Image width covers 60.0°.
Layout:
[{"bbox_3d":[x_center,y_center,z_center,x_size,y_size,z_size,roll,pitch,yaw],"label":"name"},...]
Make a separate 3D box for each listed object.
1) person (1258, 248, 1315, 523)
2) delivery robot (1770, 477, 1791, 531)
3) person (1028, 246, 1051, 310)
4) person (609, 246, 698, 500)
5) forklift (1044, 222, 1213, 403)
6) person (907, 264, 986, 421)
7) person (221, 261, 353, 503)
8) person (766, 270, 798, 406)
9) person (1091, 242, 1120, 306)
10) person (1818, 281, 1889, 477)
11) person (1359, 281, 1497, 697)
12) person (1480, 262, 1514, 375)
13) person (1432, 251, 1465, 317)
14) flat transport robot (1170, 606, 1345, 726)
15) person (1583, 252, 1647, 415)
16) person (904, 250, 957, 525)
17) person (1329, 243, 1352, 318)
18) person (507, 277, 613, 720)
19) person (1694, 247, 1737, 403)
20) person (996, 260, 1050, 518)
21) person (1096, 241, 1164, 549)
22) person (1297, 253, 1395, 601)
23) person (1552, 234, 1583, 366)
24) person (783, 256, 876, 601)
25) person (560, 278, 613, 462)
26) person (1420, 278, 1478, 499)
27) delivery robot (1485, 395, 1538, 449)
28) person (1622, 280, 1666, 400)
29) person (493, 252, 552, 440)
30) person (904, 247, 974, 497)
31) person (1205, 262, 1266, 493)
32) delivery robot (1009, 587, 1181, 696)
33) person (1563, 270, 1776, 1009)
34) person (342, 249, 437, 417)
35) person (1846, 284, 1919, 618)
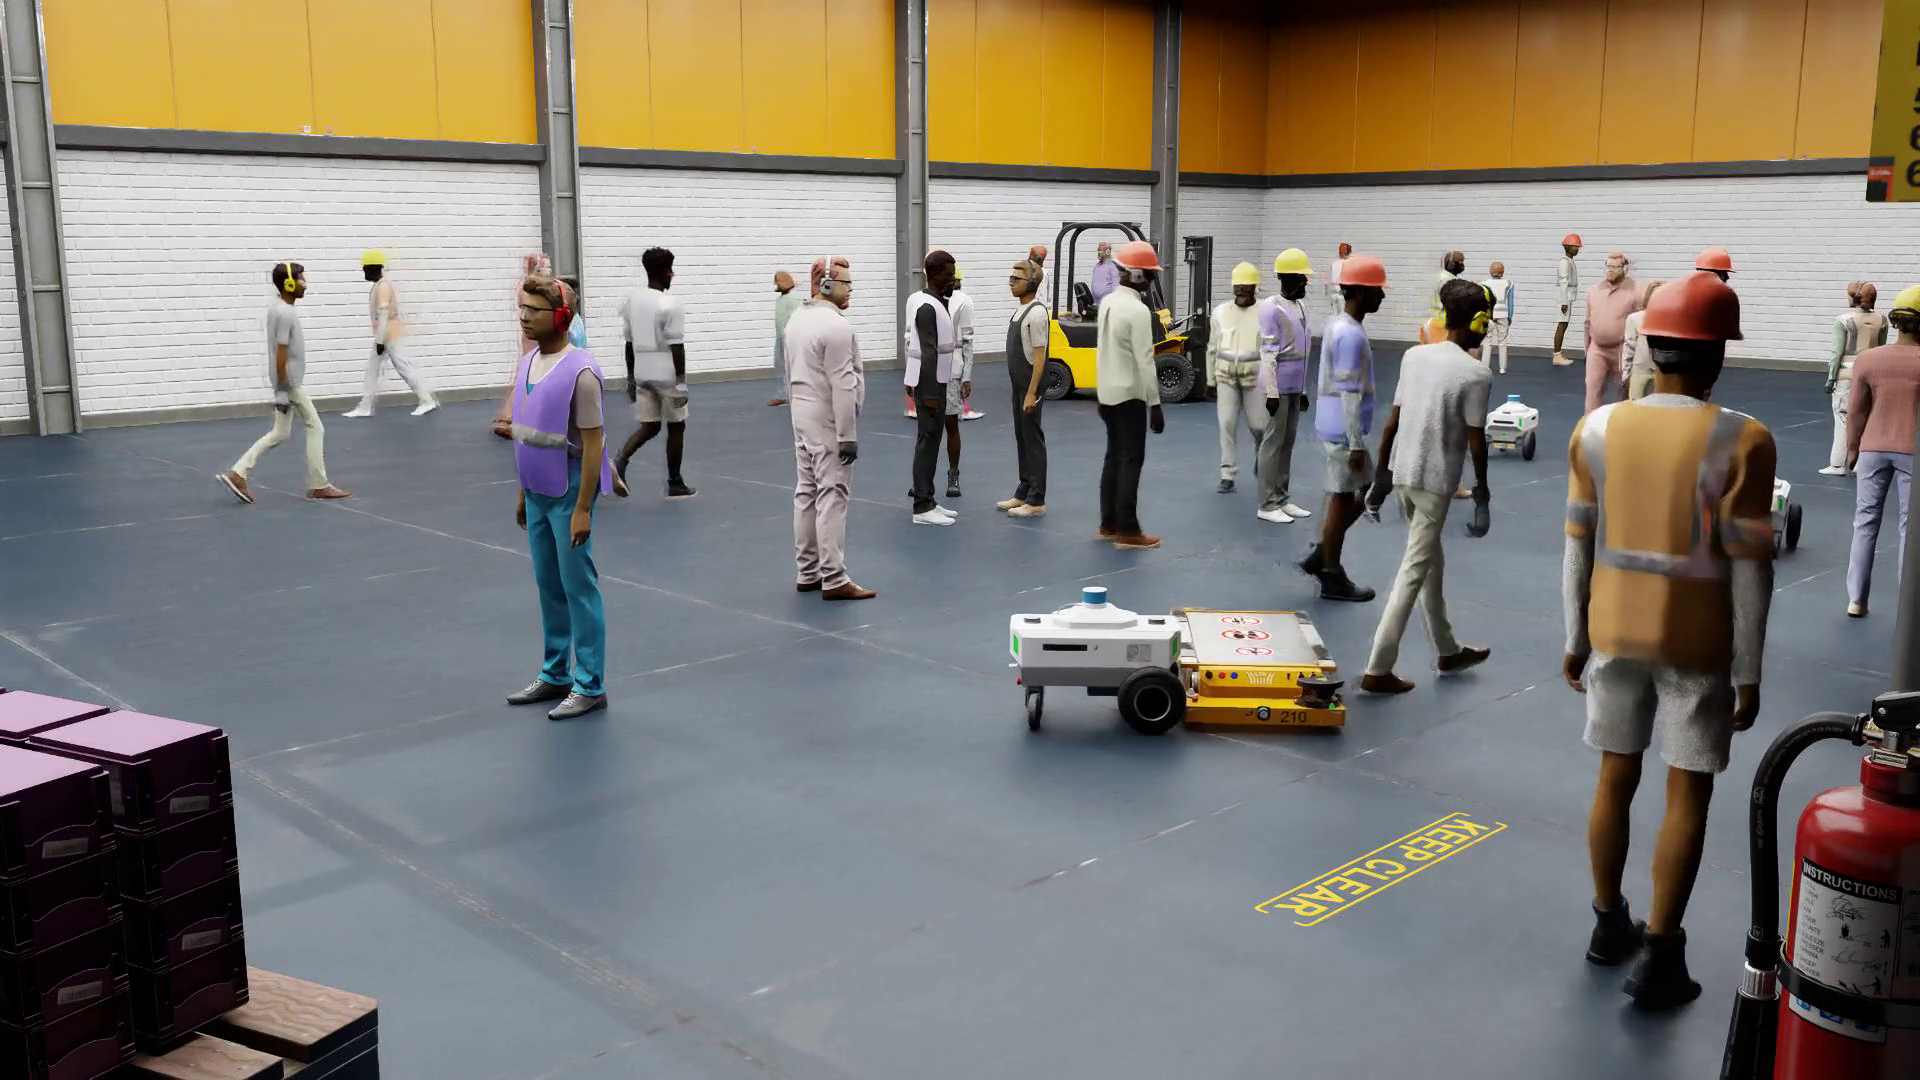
[{"bbox_3d":[2.317,-1.093,11.812,0.363,1.928,0.587,7,12,33],"label":"person"},{"bbox_3d":[5.143,-0.250,10.708,0.477,0.478,0.707,6,12,28],"label":"delivery robot"},{"bbox_3d":[1.014,-2.903,21.802,0.355,1.885,0.575,-1,10,-4],"label":"person"},{"bbox_3d":[-2.328,-1.238,12.558,0.611,1.945,0.725,8,13,37],"label":"person"},{"bbox_3d":[1.935,-2.847,20.651,2.313,2.155,1.214,2,11,13],"label":"forklift"},{"bbox_3d":[-0.164,-2.146,18.148,0.913,1.702,0.524,1,10,7],"label":"person"},{"bbox_3d":[-5.161,-1.186,12.599,0.877,1.839,0.510,-6,12,-29],"label":"person"},{"bbox_3d":[-2.016,-2.397,19.783,0.547,1.611,0.505,-7,13,-34],"label":"person"},{"bbox_3d":[2.340,-3.902,27.187,0.410,1.909,0.643,-6,12,-30],"label":"person"},{"bbox_3d":[7.526,-1.348,13.987,0.522,1.641,0.306,-2,11,-13],"label":"person"},{"bbox_3d":[2.159,-0.223,7.347,0.890,1.821,0.547,-5,11,-24],"label":"person"},{"bbox_3d":[7.784,-3.224,24.217,0.514,1.640,0.315,1,10,6],"label":"person"},{"bbox_3d":[6.081,-2.641,20.533,0.497,1.826,0.628,6,12,28],"label":"person"},{"bbox_3d":[1.292,0.537,7.447,0.652,0.197,1.431,1,10,4],"label":"flat transport robot"},{"bbox_3d":[6.368,-1.860,16.183,0.654,1.864,1.005,9,14,42],"label":"person"},{"bbox_3d":[-0.206,-1.073,11.734,0.370,1.915,0.597,1,10,4],"label":"person"},{"bbox_3d":[6.545,-4.129,28.490,0.355,1.884,0.573,-5,12,-25],"label":"person"},{"bbox_3d":[-1.687,-0.179,7.038,0.389,1.850,0.567,-10,14,-43],"label":"person"},{"bbox_3d":[5.802,-1.311,13.021,0.390,1.929,0.539,1,10,7],"label":"person"},{"bbox_3d":[0.471,-1.086,11.999,0.346,1.847,0.507,-2,11,-12],"label":"person"},{"bbox_3d":[1.085,-0.930,10.766,0.403,1.990,0.659,-3,11,-18],"label":"person"},{"bbox_3d":[2.154,-0.601,9.137,0.399,1.923,0.577,2,11,12],"label":"person"},{"bbox_3d":[9.483,-3.742,25.950,0.377,2.039,0.616,5,11,24],"label":"person"},{"bbox_3d":[-0.728,-0.621,9.307,0.399,1.905,0.642,-6,12,-30],"label":"person"},{"bbox_3d":[-3.467,-1.461,14.550,0.874,1.658,0.535,1,10,5],"label":"person"},{"bbox_3d":[3.771,-1.167,12.838,0.317,1.698,0.540,-7,12,-33],"label":"person"},{"bbox_3d":[5.067,-1.085,15.259,0.477,0.478,0.707,6,12,30],"label":"delivery robot"},{"bbox_3d":[6.022,-1.434,14.475,0.500,1.633,0.284,3,11,18],"label":"person"},{"bbox_3d":[-4.186,-1.914,16.501,1.005,1.861,0.662,-3,11,-17],"label":"person"},{"bbox_3d":[-0.168,-1.290,12.886,0.542,1.930,0.367,2,11,9],"label":"person"},{"bbox_3d":[2.258,-1.295,13.216,0.612,1.814,0.695,5,11,23],"label":"person"},{"bbox_3d":[0.558,0.439,6.948,0.707,0.478,0.477,0,10,3],"label":"delivery robot"},{"bbox_3d":[1.880,0.260,4.455,0.395,1.949,0.545,-10,14,-42],"label":"person"},{"bbox_3d":[-6.377,-2.302,18.567,0.995,1.878,0.604,-5,12,-27],"label":"person"},{"bbox_3d":[4.918,-0.444,8.714,0.329,1.769,0.526,-9,14,-41],"label":"person"}]
